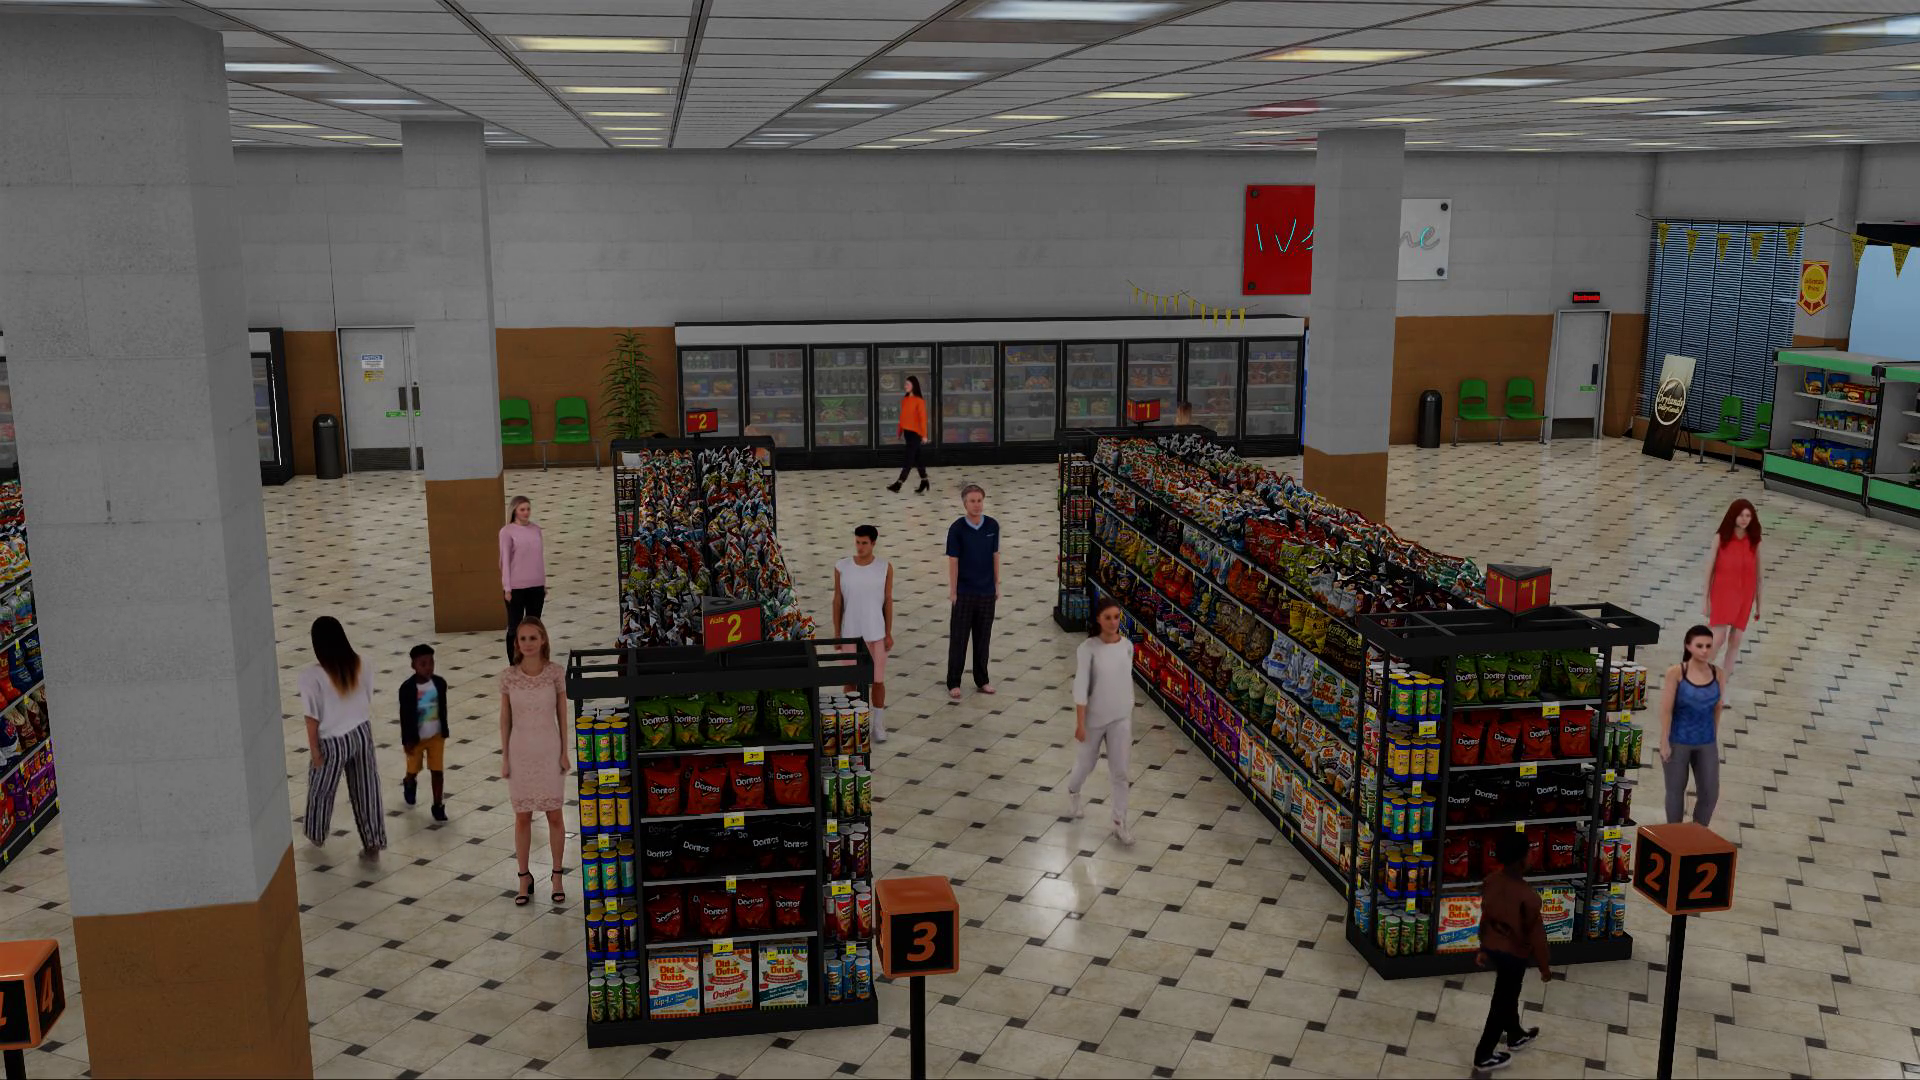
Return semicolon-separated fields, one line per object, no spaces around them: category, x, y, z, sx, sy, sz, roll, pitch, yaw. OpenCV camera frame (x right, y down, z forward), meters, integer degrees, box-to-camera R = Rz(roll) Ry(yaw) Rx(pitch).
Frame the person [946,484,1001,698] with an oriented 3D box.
person;0.113;0.434;14.564;0.699;1.870;0.610;-5;13;-21

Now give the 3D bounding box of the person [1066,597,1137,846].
person;0.947;1.206;11.409;0.765;1.660;1.121;-5;13;-21

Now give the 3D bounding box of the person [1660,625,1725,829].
person;4.795;1.328;10.983;0.657;1.596;0.710;1;12;6

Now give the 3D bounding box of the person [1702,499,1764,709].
person;6.582;0.527;14.253;0.682;1.816;0.742;1;12;5

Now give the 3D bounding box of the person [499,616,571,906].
person;-2.620;1.354;10.290;0.569;1.830;0.486;-2;12;-9

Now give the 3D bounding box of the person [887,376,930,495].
person;-0.603;-1.505;24.154;1.022;1.712;1.116;-9;15;-37

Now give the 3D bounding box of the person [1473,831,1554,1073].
person;2.689;2.073;8.311;0.670;1.239;0.703;-5;13;-21

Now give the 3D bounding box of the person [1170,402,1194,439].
person;2.800;-0.892;21.365;1.048;1.663;1.081;9;15;37

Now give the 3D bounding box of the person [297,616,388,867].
person;-3.981;1.336;10.850;1.050;1.635;1.221;-11;16;-42

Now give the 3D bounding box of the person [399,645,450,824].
person;-3.806;1.343;11.742;0.708;1.255;0.896;-8;15;-35

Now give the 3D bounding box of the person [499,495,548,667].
person;-3.956;0.423;15.060;0.721;1.688;0.685;11;16;42

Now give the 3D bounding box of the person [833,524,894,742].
person;-0.766;0.735;13.348;0.671;1.782;0.619;0;12;0

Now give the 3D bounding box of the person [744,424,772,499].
person;-2.266;-0.446;19.069;0.702;1.735;0.746;-9;15;-36
